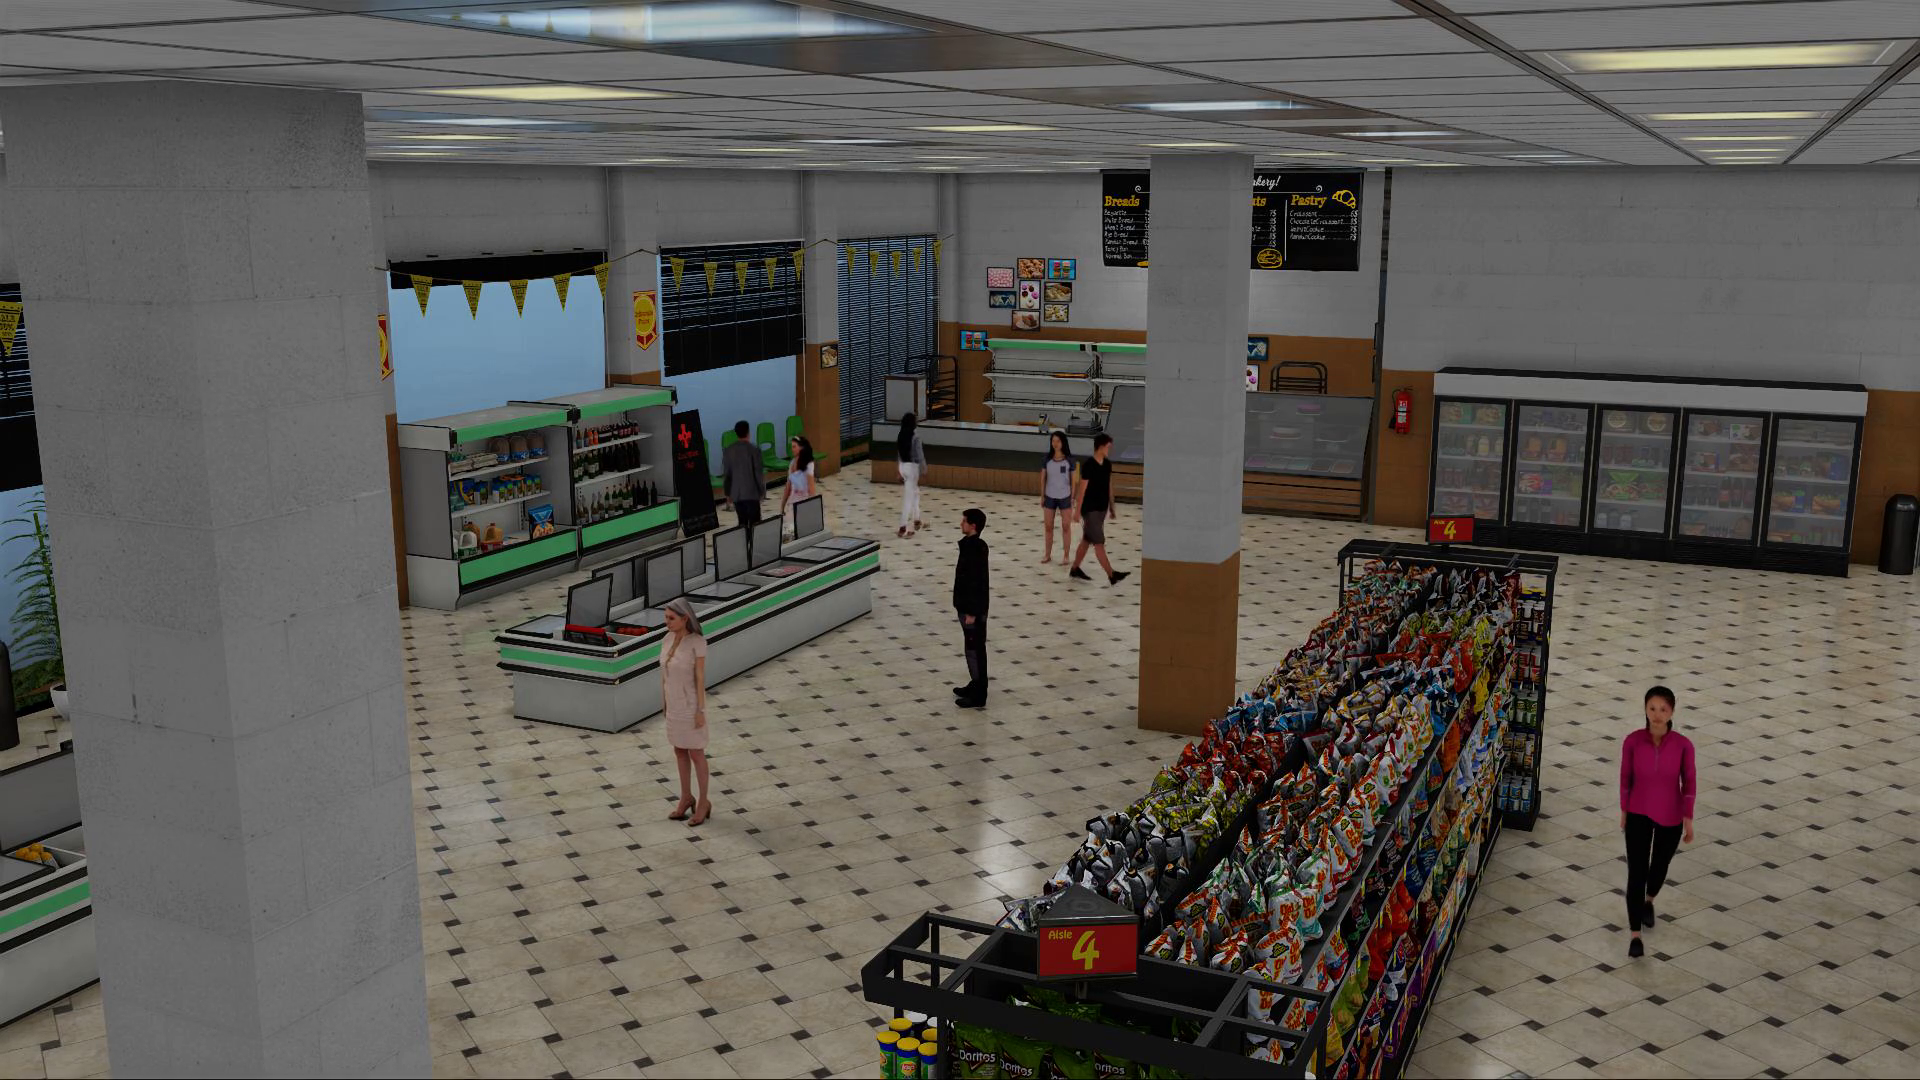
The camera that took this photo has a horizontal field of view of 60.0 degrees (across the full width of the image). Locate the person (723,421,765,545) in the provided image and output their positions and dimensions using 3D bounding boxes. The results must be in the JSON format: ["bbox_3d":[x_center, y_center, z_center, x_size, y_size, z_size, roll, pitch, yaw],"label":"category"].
[{"bbox_3d":[-2.712,-0.544,20.834,0.719,1.853,1.064,4,13,20],"label":"person"}]

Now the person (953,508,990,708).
[{"bbox_3d":[0.130,0.613,15.373,0.858,1.839,0.701,-1,12,-2],"label":"person"}]

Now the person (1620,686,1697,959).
[{"bbox_3d":[4.380,1.736,10.473,0.662,1.660,1.134,4,13,19],"label":"person"}]

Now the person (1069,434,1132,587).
[{"bbox_3d":[1.549,-0.354,20.043,0.988,1.807,1.213,11,16,41],"label":"person"}]

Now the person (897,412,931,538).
[{"bbox_3d":[-0.754,-0.881,22.792,0.977,1.705,0.838,-10,15,-38],"label":"person"}]

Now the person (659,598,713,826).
[{"bbox_3d":[-2.059,1.276,12.479,0.632,1.734,0.602,8,15,35],"label":"person"}]

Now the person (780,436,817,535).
[{"bbox_3d":[-1.827,-0.345,20.111,1.279,1.760,0.988,-10,15,-39],"label":"person"}]

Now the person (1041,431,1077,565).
[{"bbox_3d":[1.259,-0.547,21.205,0.627,1.705,0.563,3,12,15],"label":"person"}]
